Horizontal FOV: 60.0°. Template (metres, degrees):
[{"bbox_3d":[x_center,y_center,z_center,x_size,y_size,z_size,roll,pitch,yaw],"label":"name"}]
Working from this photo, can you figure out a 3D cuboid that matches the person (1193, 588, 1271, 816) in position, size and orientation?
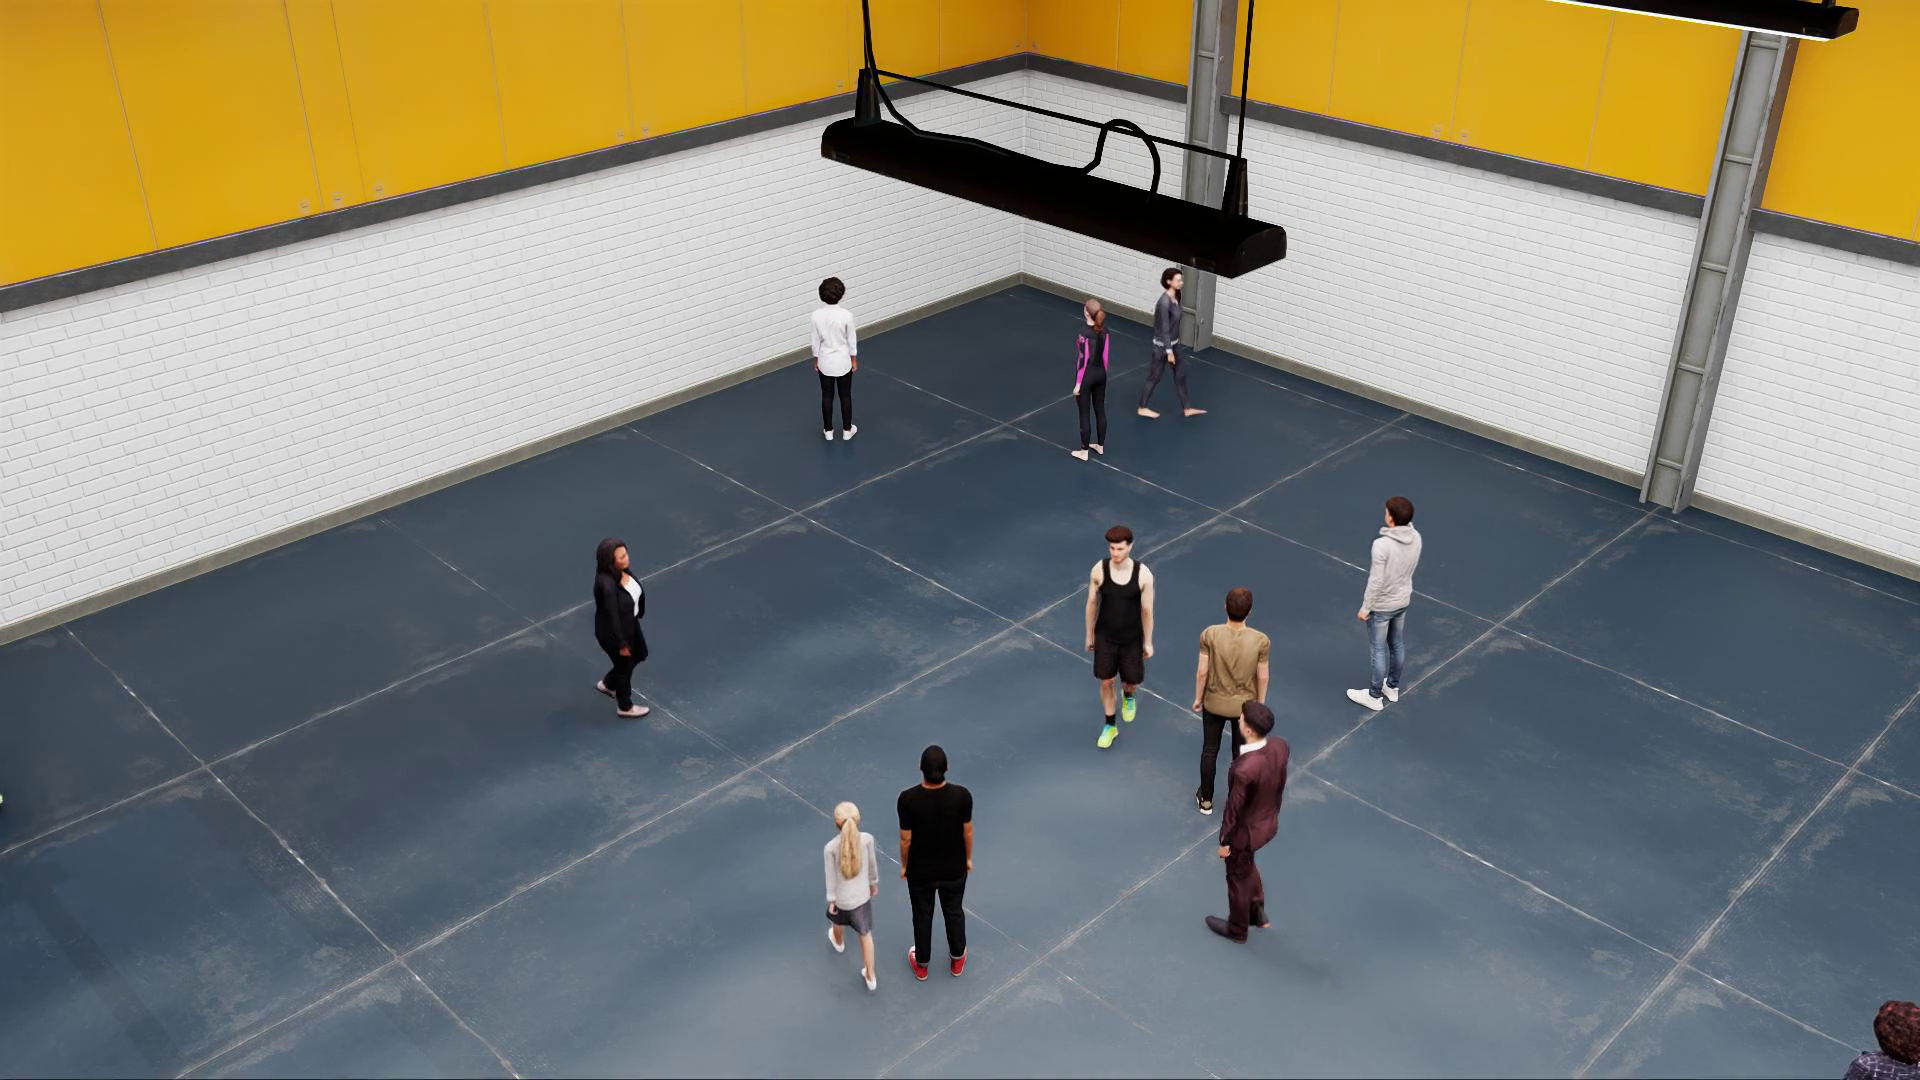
[{"bbox_3d":[1.937,1.163,11.969,0.705,1.851,0.816,5,29,10],"label":"person"}]

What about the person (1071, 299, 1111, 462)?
[{"bbox_3d":[1.363,-1.674,17.273,0.595,1.752,0.606,-18,34,-30],"label":"person"}]

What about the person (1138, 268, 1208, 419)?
[{"bbox_3d":[2.163,-2.126,18.118,1.085,1.736,0.876,11,31,20],"label":"person"}]

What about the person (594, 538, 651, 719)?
[{"bbox_3d":[-2.751,0.712,13.052,0.884,1.606,0.825,0,29,1],"label":"person"}]

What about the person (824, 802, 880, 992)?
[{"bbox_3d":[-0.678,2.282,10.558,0.749,1.236,0.935,-10,30,-17],"label":"person"}]

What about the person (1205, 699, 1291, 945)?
[{"bbox_3d":[1.926,1.863,10.676,0.663,1.860,0.708,24,37,37],"label":"person"}]

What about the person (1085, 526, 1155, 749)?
[{"bbox_3d":[1.243,0.695,12.795,0.911,1.881,0.957,7,29,13],"label":"person"}]

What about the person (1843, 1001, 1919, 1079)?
[{"bbox_3d":[4.689,3.112,8.569,0.899,1.686,0.945,3,29,5],"label":"person"}]

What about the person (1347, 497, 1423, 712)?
[{"bbox_3d":[3.405,0.494,13.192,0.696,1.853,0.609,-20,35,-32],"label":"person"}]

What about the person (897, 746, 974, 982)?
[{"bbox_3d":[-0.148,2.031,10.473,0.719,1.758,0.759,-4,29,-7],"label":"person"}]

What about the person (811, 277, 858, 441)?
[{"bbox_3d":[-1.329,-1.923,17.668,0.714,1.810,0.782,1,29,2],"label":"person"}]
